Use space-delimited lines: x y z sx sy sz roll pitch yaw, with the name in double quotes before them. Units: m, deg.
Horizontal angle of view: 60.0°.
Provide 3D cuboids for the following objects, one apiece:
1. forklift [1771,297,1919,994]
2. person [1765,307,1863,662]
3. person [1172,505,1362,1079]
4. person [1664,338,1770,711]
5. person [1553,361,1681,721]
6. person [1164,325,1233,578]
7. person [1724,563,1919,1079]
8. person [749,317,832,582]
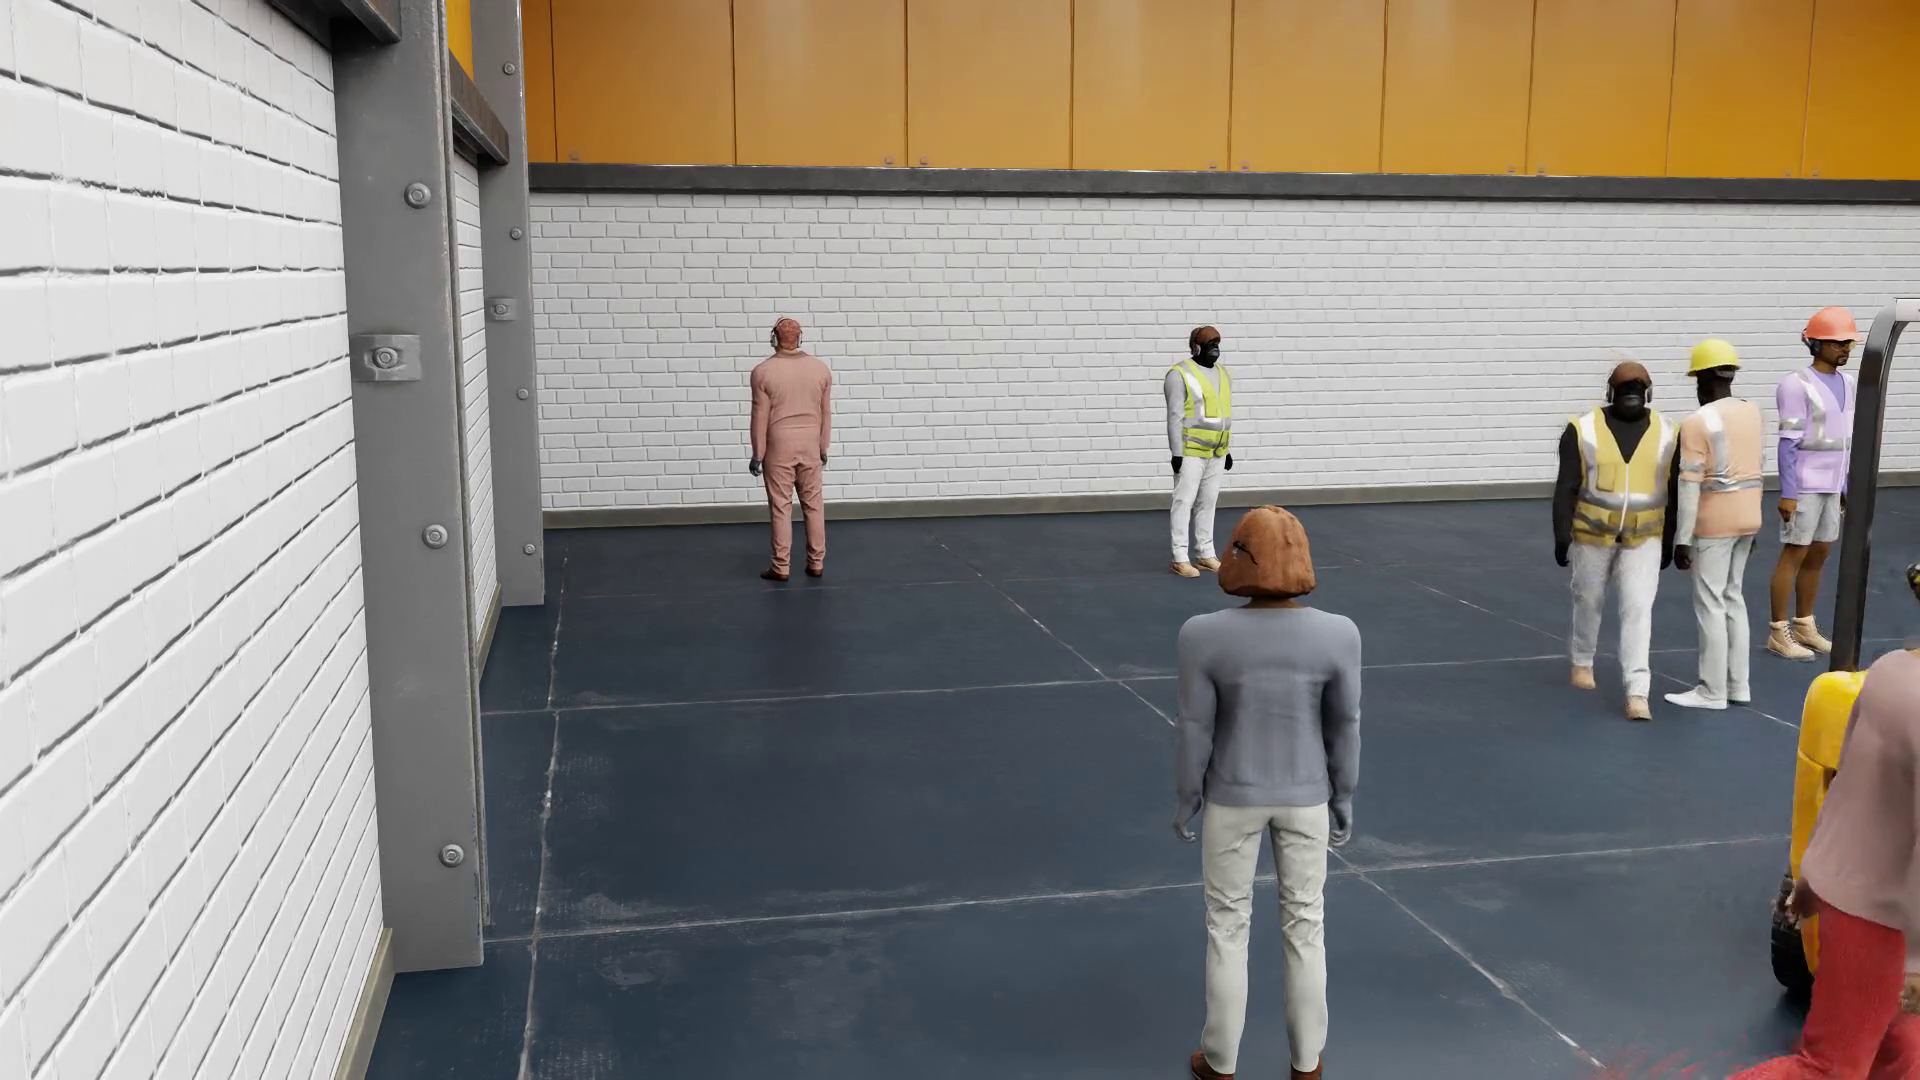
"forklift" 3.542 0.334 5.177 2.313 2.155 1.214 -9 13 -43
"person" 4.964 -0.319 9.614 0.615 2.042 0.376 -6 11 -31
"person" 0.829 0.719 4.528 0.507 1.635 0.279 0 9 0
"person" 3.891 -0.081 8.589 0.605 1.907 0.444 -5 11 -29
"person" 3.407 -0.028 8.639 0.633 1.796 0.945 3 10 16
"person" 1.786 -0.655 12.273 0.619 1.845 0.430 -7 12 -38
"person" 1.941 0.807 3.727 0.828 1.724 0.545 2 10 14
"person" -1.241 -0.654 12.071 0.638 1.911 0.402 -5 11 -30
